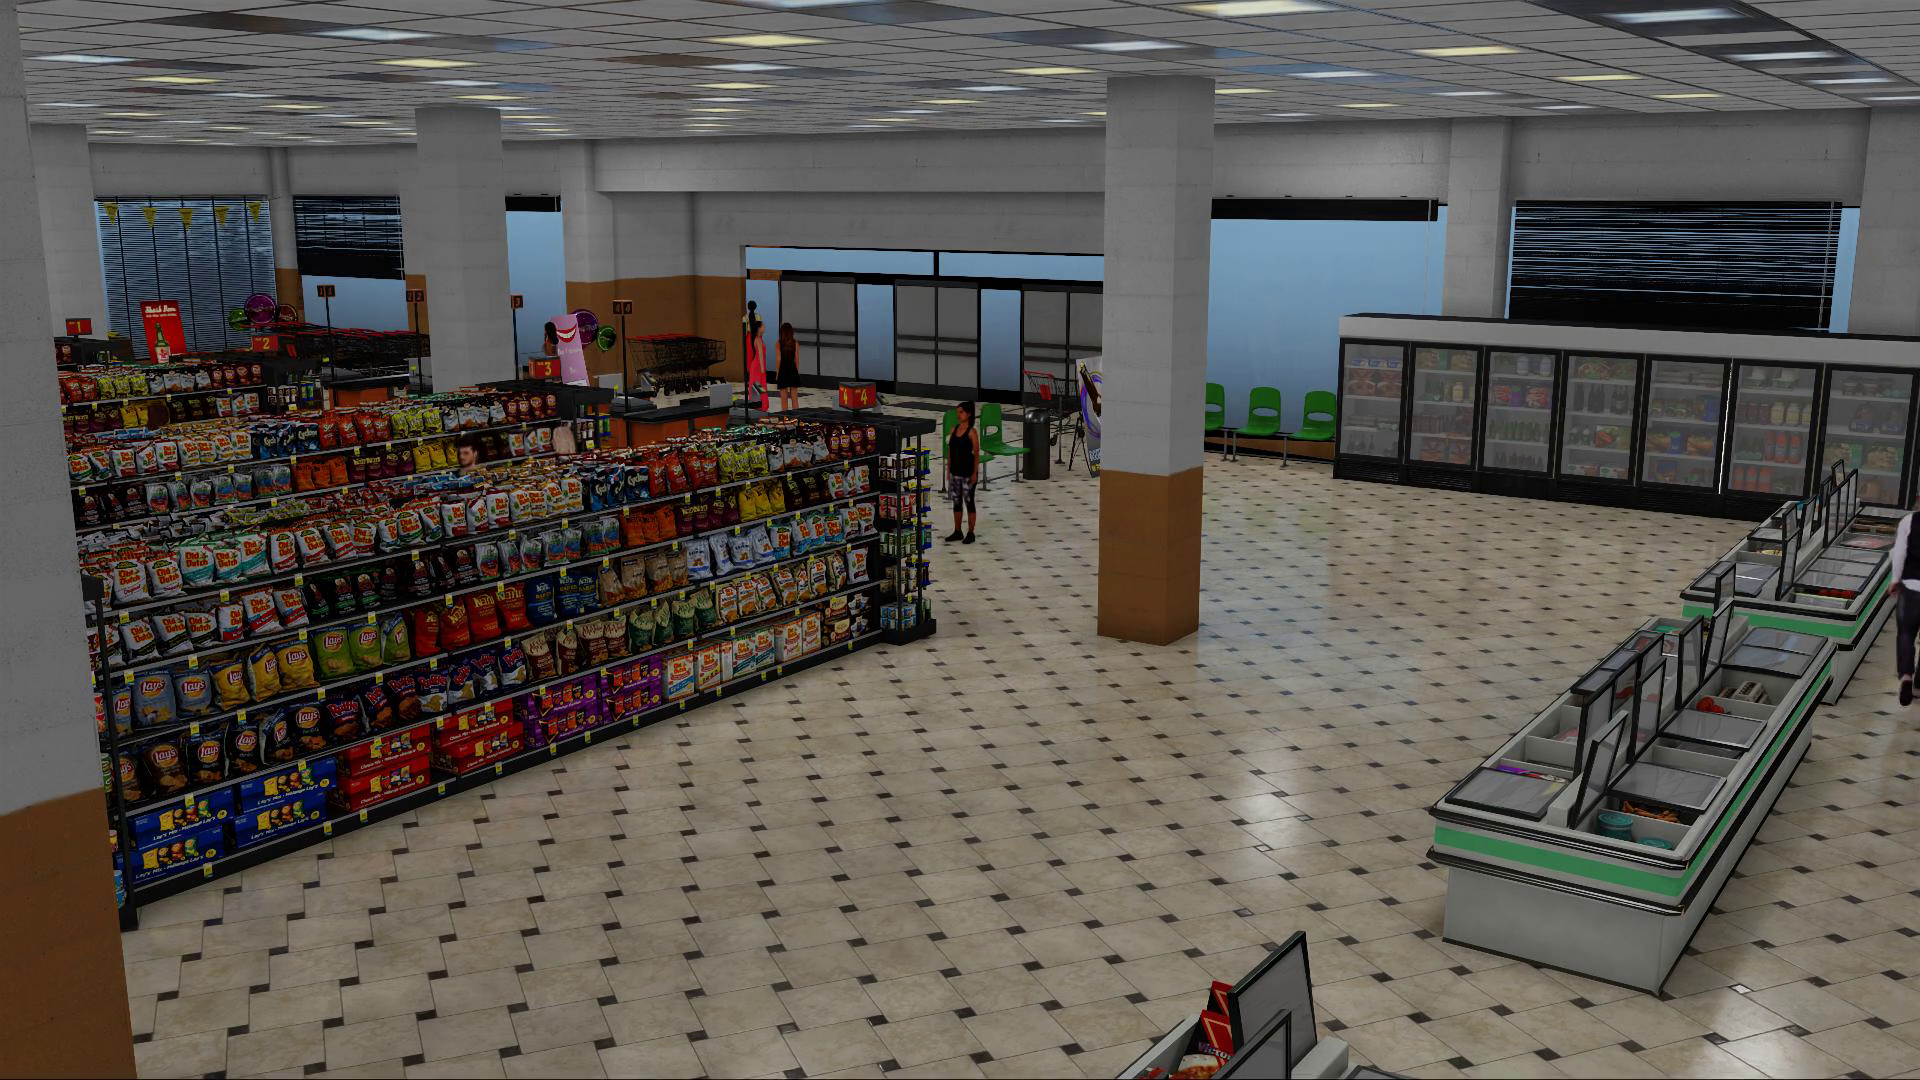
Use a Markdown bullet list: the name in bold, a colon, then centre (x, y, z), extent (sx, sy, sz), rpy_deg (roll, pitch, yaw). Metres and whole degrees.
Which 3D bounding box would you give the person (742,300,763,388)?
- **person**: centre (-4.303, -4.078, 34.549), extent (0.630, 1.793, 0.736), rpy_deg (-5, 13, -23)

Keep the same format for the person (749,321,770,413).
- **person**: centre (-3.637, -3.101, 30.089), extent (0.755, 1.720, 0.714), rpy_deg (-4, 12, -17)

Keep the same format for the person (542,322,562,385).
- **person**: centre (-7.551, -3.215, 30.813), extent (0.784, 1.645, 0.639), rpy_deg (2, 12, 7)

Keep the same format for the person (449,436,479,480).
- **person**: centre (-4.368, -0.008, 15.099), extent (0.885, 1.844, 1.314), rpy_deg (5, 13, 21)

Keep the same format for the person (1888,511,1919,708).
- **person**: centre (7.566, 0.449, 13.053), extent (0.715, 1.792, 1.138), rpy_deg (8, 14, 32)

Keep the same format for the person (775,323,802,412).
- **person**: centre (-2.926, -2.766, 28.221), extent (0.633, 1.834, 0.728), rpy_deg (-5, 13, -22)

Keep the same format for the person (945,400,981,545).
- **person**: centre (0.049, -0.796, 19.290), extent (0.598, 1.659, 0.535), rpy_deg (10, 16, 40)
